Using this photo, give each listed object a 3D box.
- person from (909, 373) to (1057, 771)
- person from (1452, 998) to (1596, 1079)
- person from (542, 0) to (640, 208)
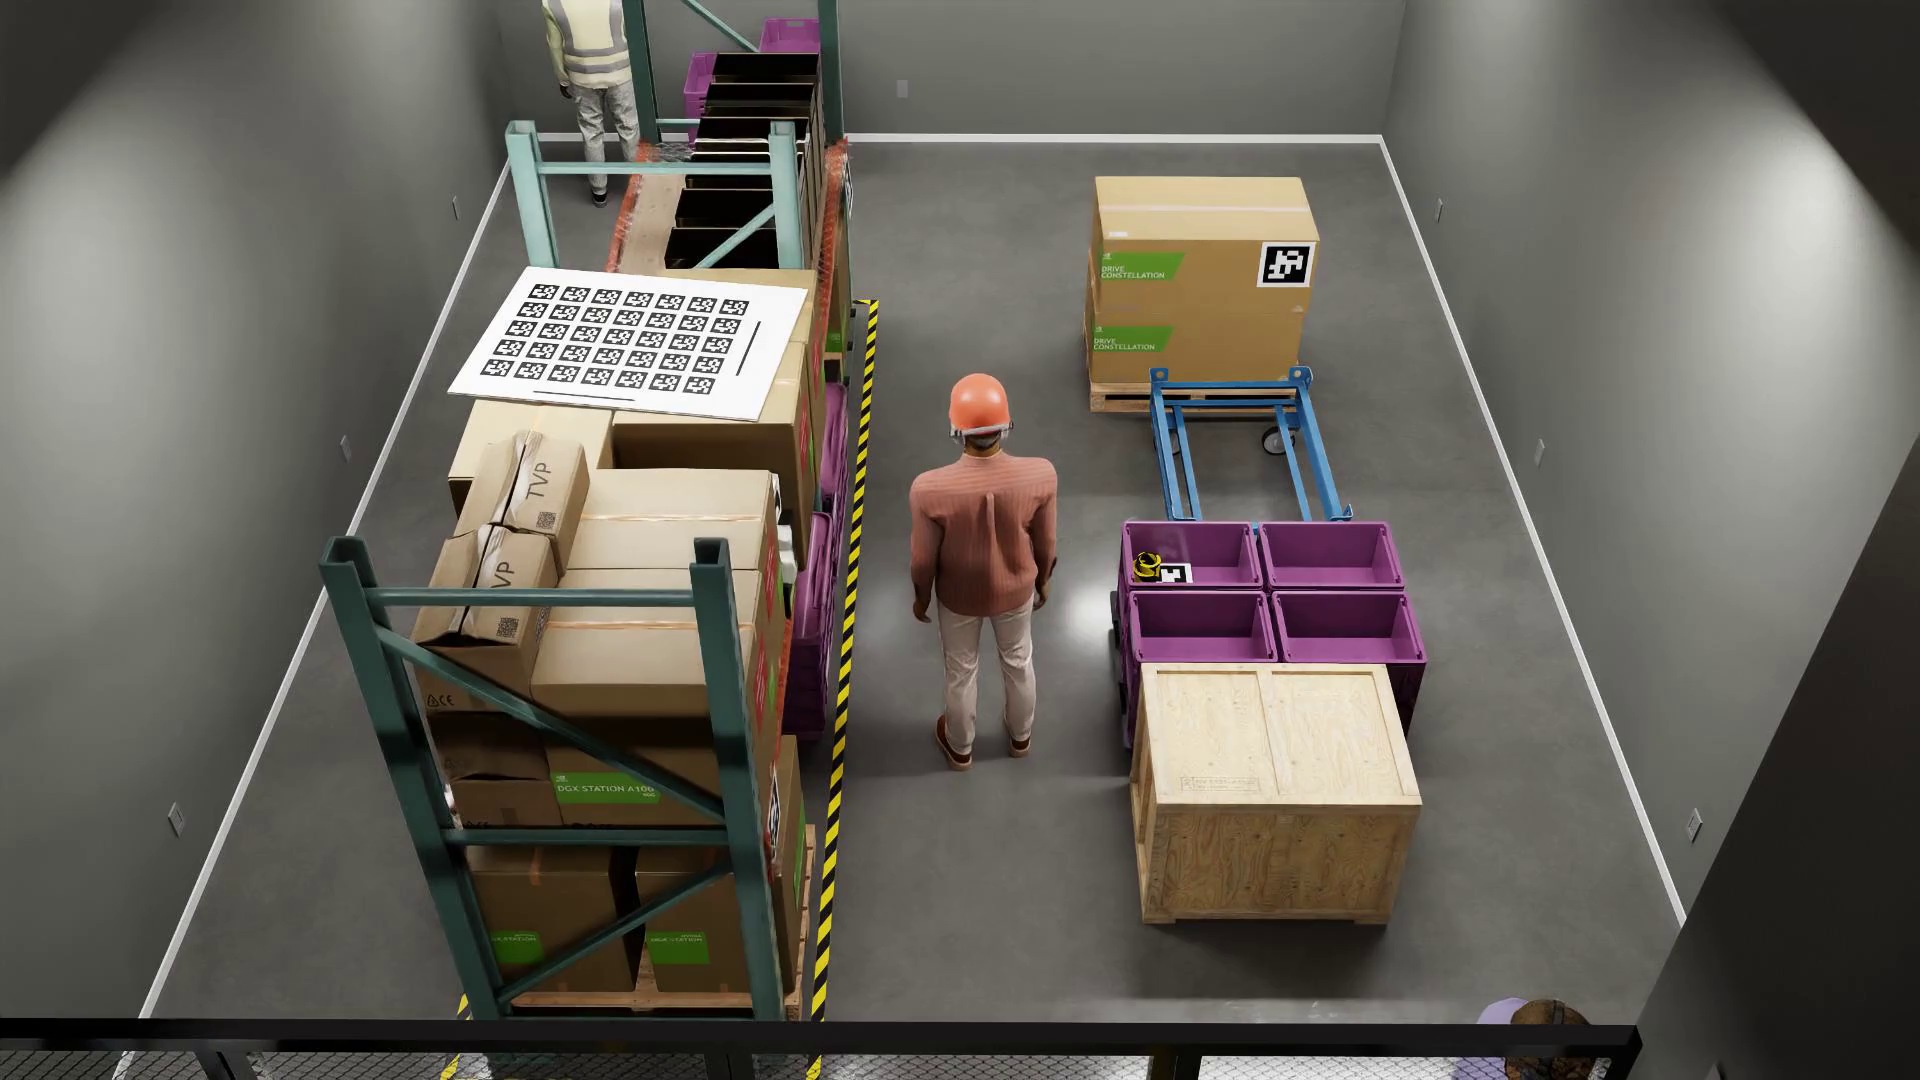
[{"bbox_3d":[0.089,0.166,6.884,0.612,1.992,0.401,-8,42,-9],"label":"person"},{"bbox_3d":[1.530,1.942,4.899,0.368,1.939,0.633,11,42,12],"label":"person"},{"bbox_3d":[-2.290,-2.991,10.605,0.590,1.831,0.404,-5,41,-5],"label":"person"}]
